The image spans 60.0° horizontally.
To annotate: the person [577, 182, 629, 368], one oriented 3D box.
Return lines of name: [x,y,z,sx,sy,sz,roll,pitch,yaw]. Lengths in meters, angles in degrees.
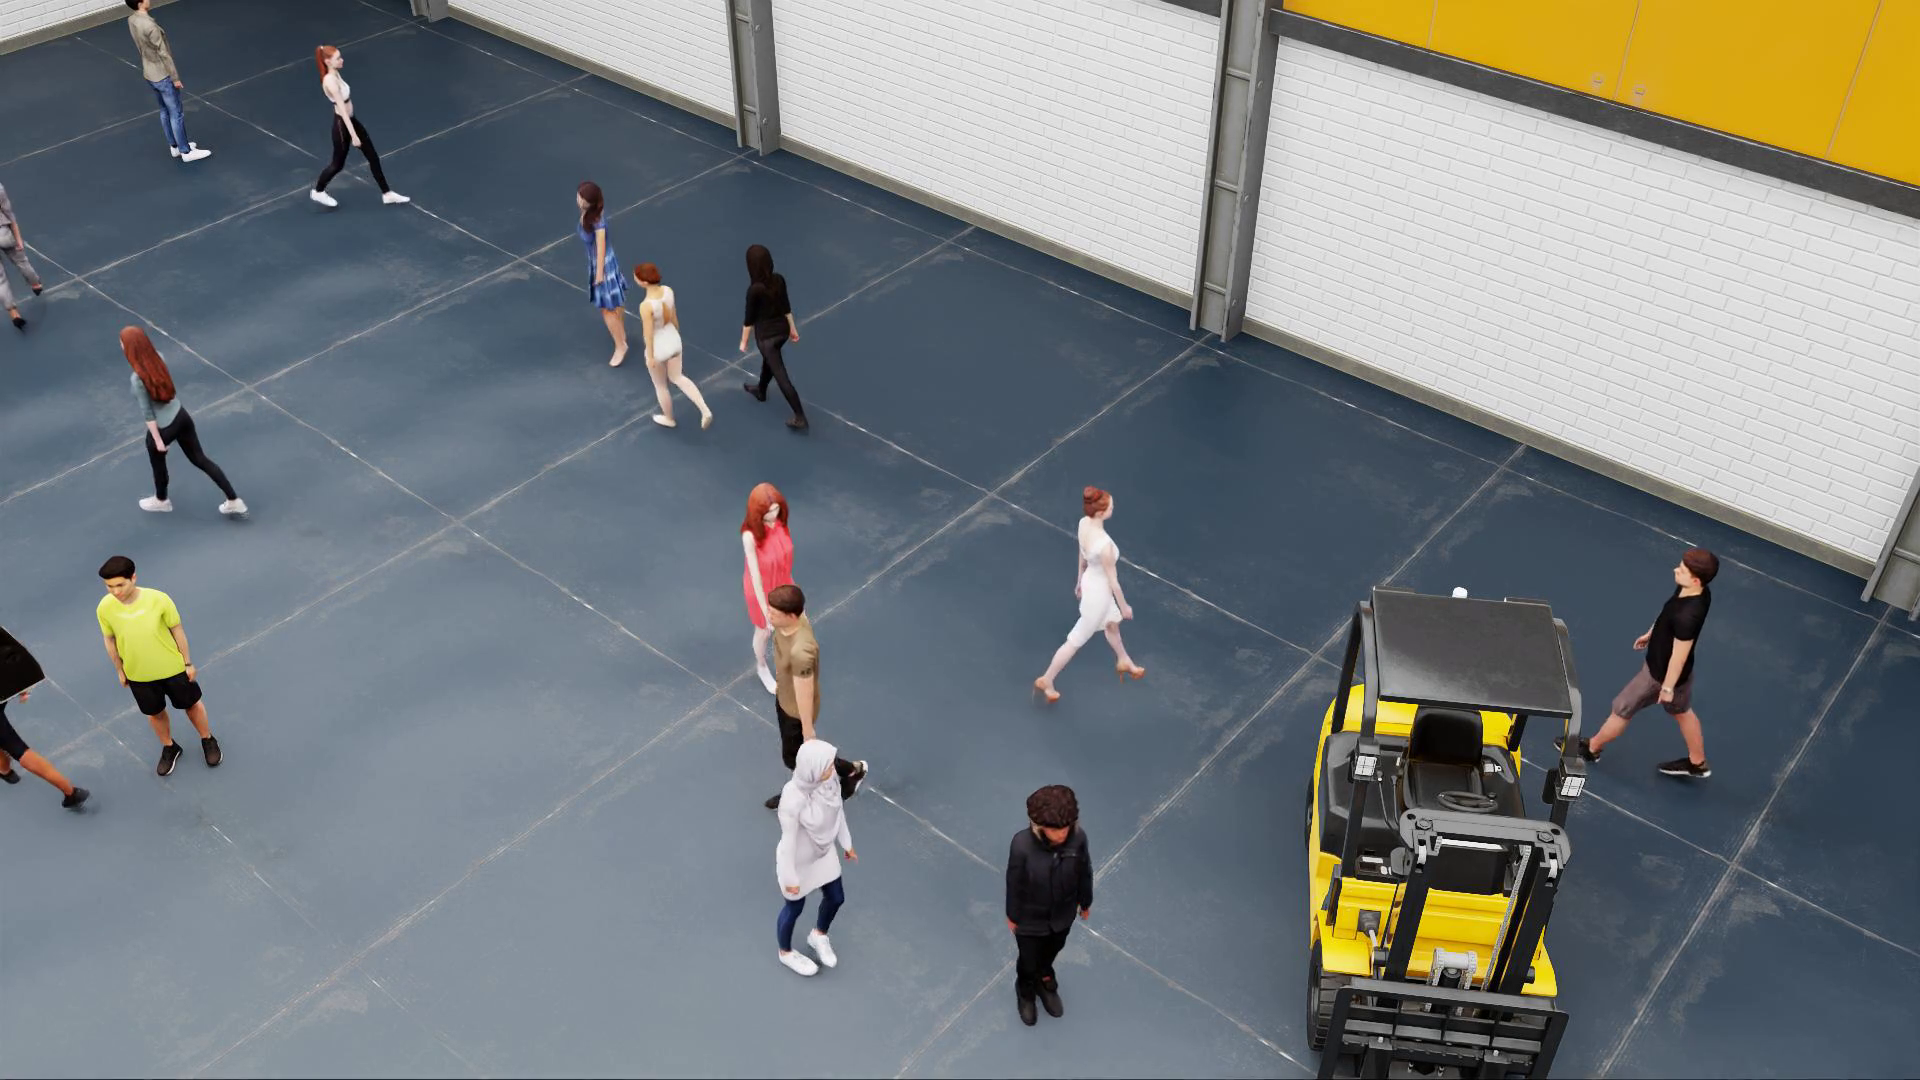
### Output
person: [-3.105,-2.370,14.512,0.945,1.781,0.797,-5,39,-7]

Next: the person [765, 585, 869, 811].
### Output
person: [-0.915,0.980,10.270,0.982,1.840,0.975,-11,40,-14]

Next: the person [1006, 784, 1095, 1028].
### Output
person: [0.432,1.934,9.134,0.727,1.765,0.729,-14,41,-17]

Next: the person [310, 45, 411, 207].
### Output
person: [-6.278,-4.098,16.743,1.190,1.697,1.168,-5,39,-6]

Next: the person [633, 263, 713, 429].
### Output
person: [-2.356,-1.538,13.600,0.876,1.619,0.667,23,44,26]

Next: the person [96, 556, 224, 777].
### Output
person: [-5.150,0.778,10.627,0.702,1.709,0.724,-10,40,-12]

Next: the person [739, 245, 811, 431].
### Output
person: [-1.489,-1.634,13.737,1.069,1.597,0.600,26,46,29]

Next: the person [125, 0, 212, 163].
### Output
person: [-8.495,-4.938,17.660,0.506,1.865,0.758,29,47,31]

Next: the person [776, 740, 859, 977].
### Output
person: [-0.883,1.750,9.372,0.605,1.756,0.547,-28,47,-31]

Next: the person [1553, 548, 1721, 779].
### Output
person: [4.555,0.820,10.481,1.261,1.826,0.826,18,42,21]

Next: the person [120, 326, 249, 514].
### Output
person: [-5.943,-0.847,12.672,1.203,1.697,0.920,10,40,12]

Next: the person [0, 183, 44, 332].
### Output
person: [-8.696,-2.646,14.972,0.926,1.637,1.121,-15,41,-18]

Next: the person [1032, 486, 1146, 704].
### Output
person: [0.811,0.428,11.034,1.043,1.747,1.045,-8,39,-10]

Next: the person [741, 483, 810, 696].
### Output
person: [-1.342,0.321,11.120,0.627,1.808,0.582,27,46,30]
